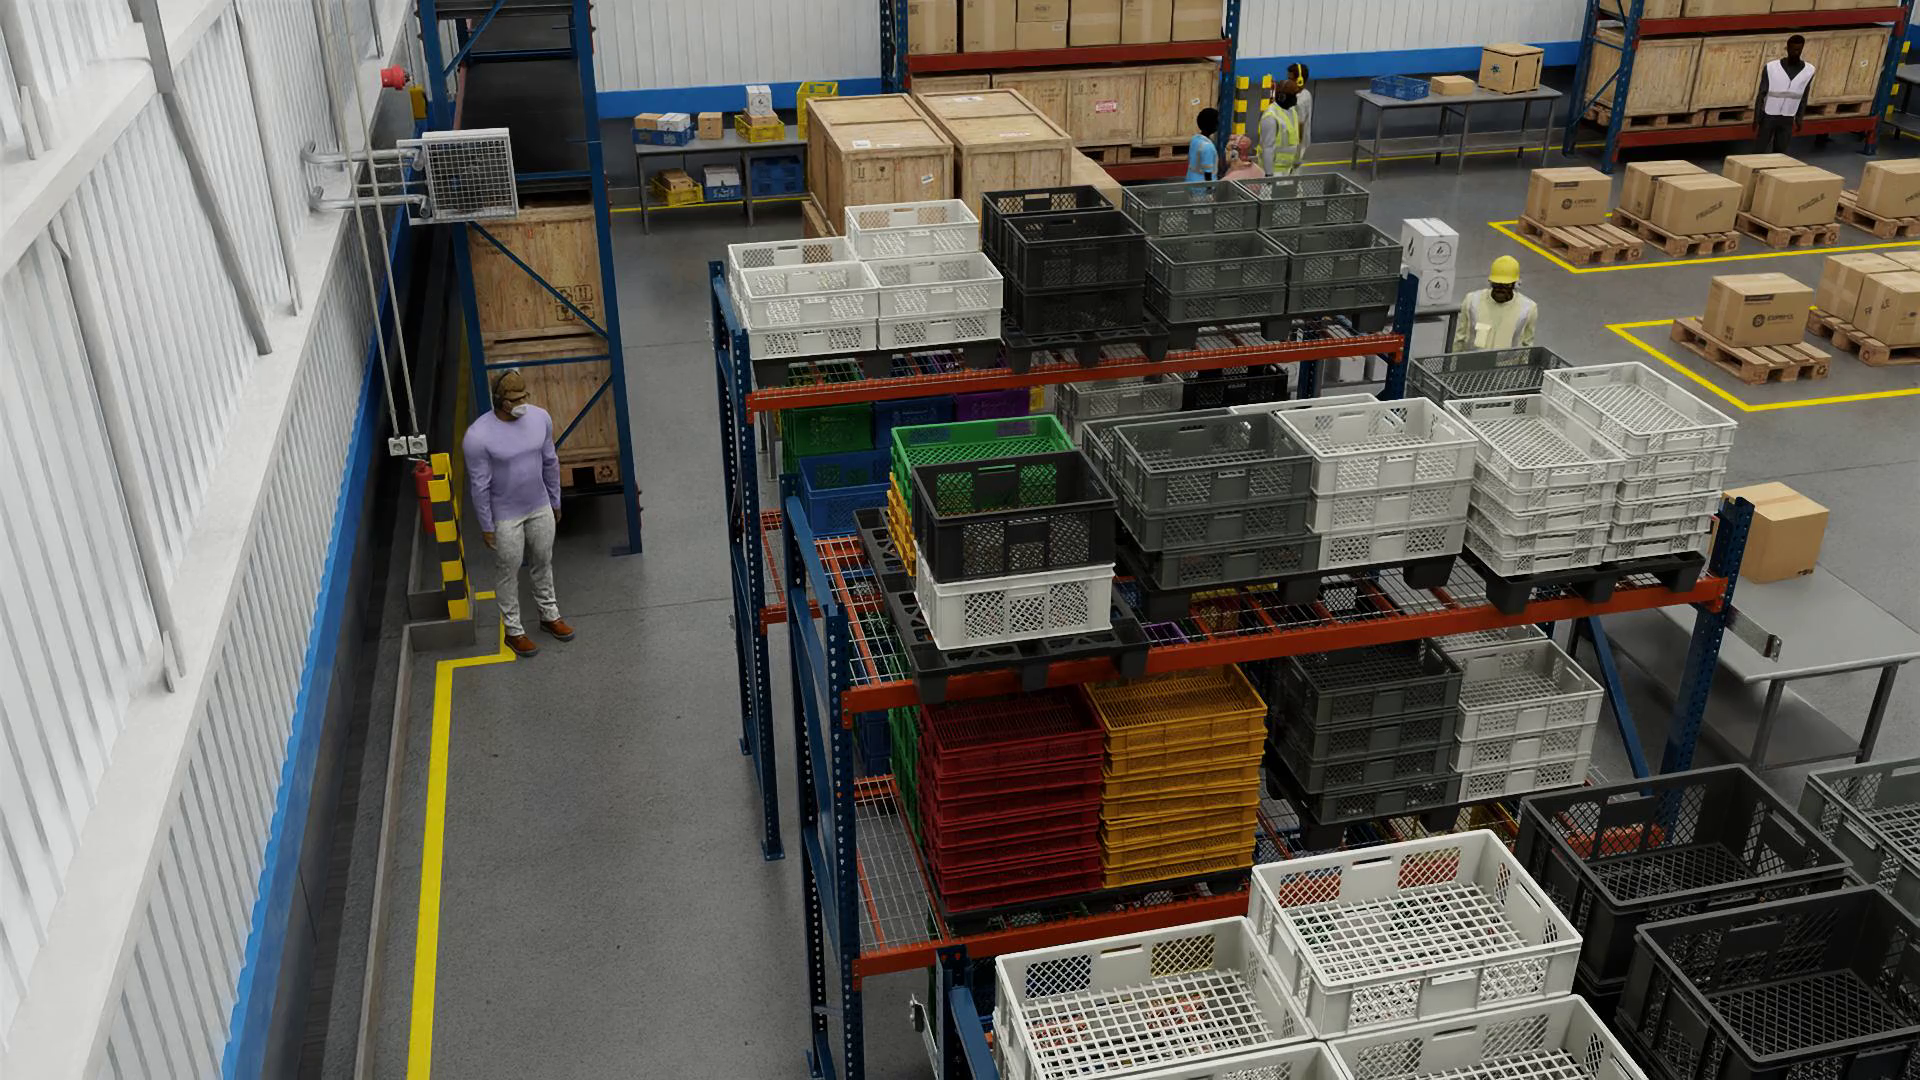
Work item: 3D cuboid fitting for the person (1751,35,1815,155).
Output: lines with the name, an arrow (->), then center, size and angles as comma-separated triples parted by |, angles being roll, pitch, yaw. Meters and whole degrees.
person -> 9.766, -5.050, 19.844 | 0.592, 1.919, 0.392 | 3, 28, 5

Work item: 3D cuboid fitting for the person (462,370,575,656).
person -> -2.801, -0.186, 10.607 | 0.375, 1.933, 0.625 | 24, 36, 37

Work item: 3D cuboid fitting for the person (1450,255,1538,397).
person -> 4.084, -1.312, 12.841 | 0.588, 1.834, 0.403 | 9, 29, 16

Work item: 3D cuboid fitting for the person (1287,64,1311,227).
person -> 3.771, -4.418, 18.721 | 0.336, 1.850, 0.537 | 6, 28, 11

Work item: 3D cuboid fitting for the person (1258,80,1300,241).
person -> 3.458, -4.077, 18.095 | 0.431, 1.836, 0.618 | 17, 32, 29

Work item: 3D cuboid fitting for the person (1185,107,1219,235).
person -> 2.539, -3.697, 17.512 | 0.320, 1.695, 0.537 | -5, 28, -9

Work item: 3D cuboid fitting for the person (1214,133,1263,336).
person -> 2.571, -2.895, 15.765 | 0.410, 1.913, 0.642 | 17, 32, 29
